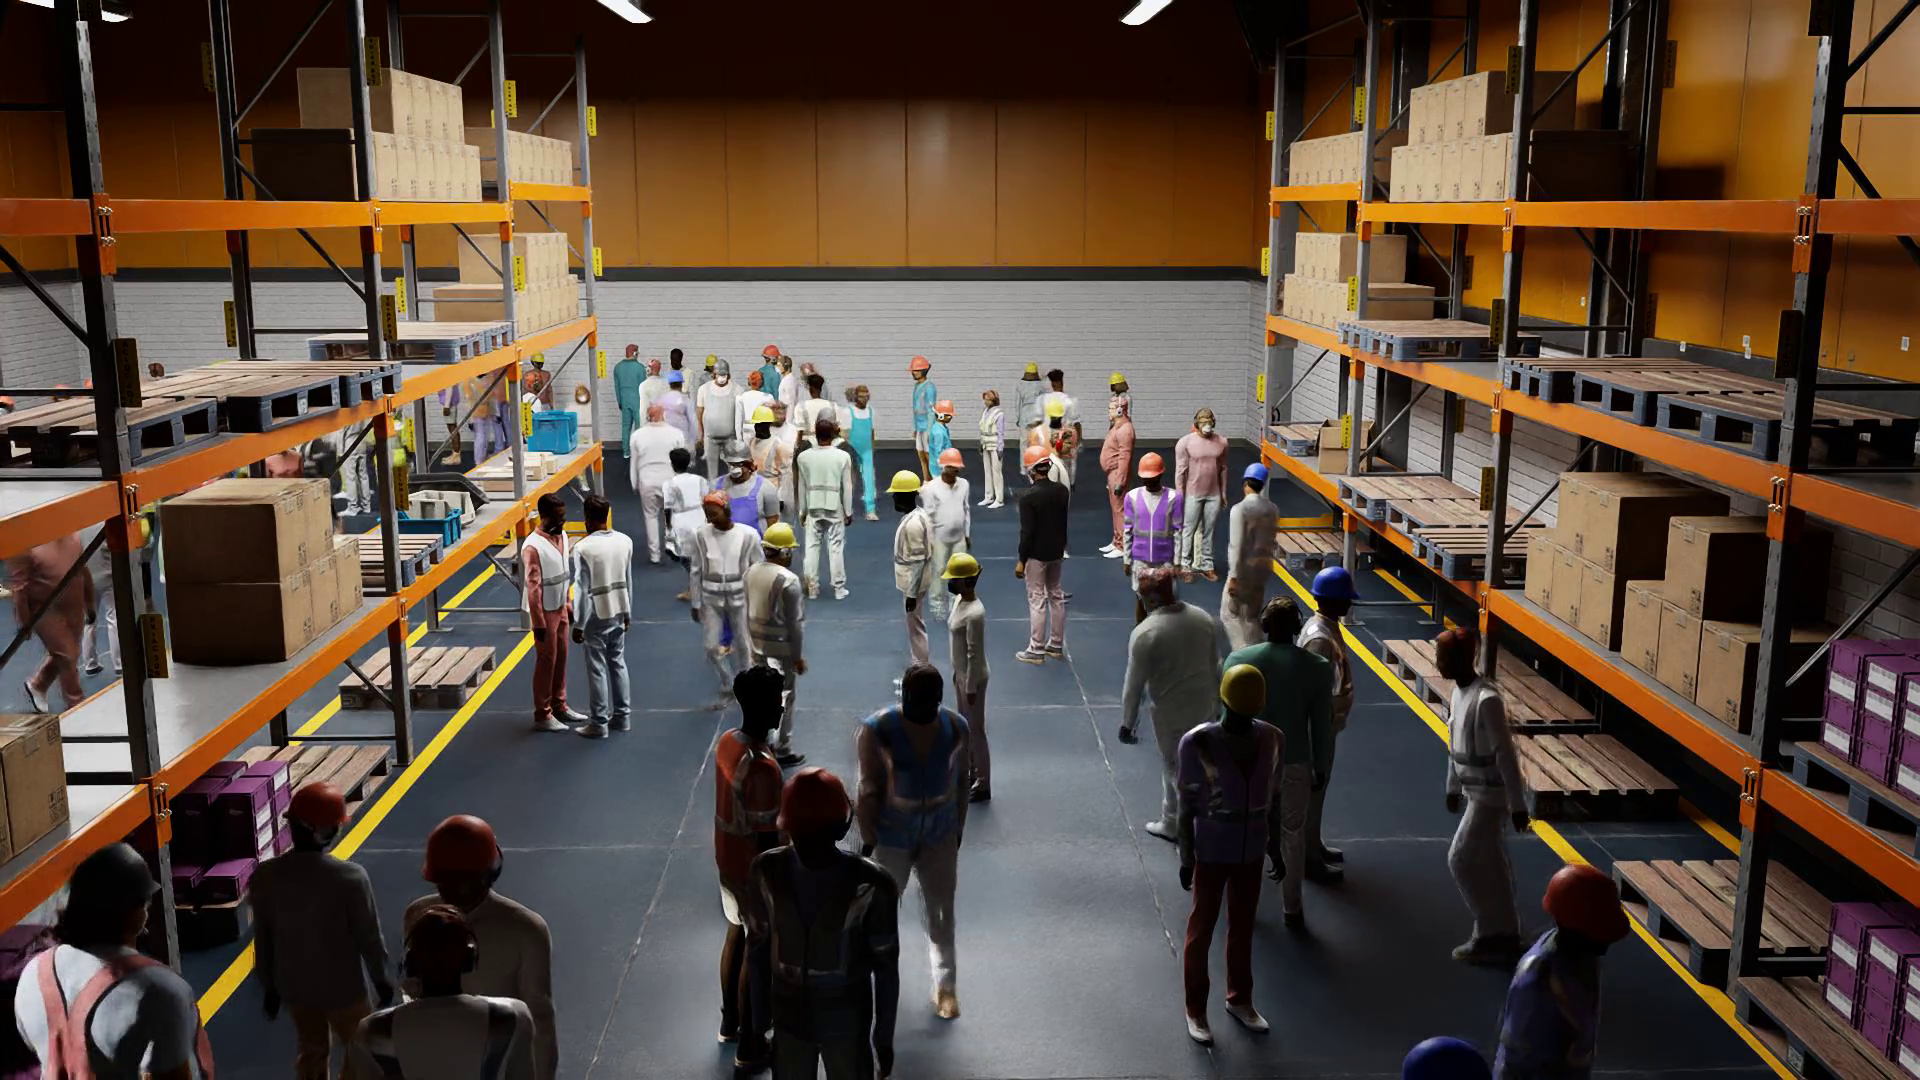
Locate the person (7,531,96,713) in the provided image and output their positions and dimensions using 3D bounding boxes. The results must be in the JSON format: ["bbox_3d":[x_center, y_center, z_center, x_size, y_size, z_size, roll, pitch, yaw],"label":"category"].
[{"bbox_3d":[-7.255,0.549,13.303,0.883,1.877,0.656,4,12,20],"label":"person"}]

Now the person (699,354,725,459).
[{"bbox_3d":[-4.058,-2.185,27.358,0.485,1.736,0.308,1,11,4],"label":"person"}]

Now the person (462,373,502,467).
[{"bbox_3d":[-7.407,-1.919,25.668,0.475,1.878,0.640,6,13,28],"label":"person"}]

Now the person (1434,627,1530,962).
[{"bbox_3d":[2.875,1.394,9.140,0.577,1.842,0.606,1,11,3],"label":"person"}]

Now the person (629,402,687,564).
[{"bbox_3d":[-3.505,-0.658,19.331,0.653,1.879,0.404,-2,11,-9],"label":"person"}]

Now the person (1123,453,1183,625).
[{"bbox_3d":[1.751,0.151,15.183,0.550,1.924,0.387,3,12,14],"label":"person"}]

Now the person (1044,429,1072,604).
[{"bbox_3d":[0.979,-0.252,17.416,0.397,1.836,0.562,1,11,6],"label":"person"}]

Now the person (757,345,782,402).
[{"bbox_3d":[-2.950,-2.053,26.041,0.383,1.996,0.609,-9,14,-37],"label":"person"}]

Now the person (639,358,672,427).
[{"bbox_3d":[-4.529,-1.740,24.684,0.407,1.913,0.641,8,14,35],"label":"person"}]

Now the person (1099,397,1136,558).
[{"bbox_3d":[1.857,-0.743,19.699,0.409,1.909,0.642,0,11,-2],"label":"person"}]

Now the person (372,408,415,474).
[{"bbox_3d":[-7.335,-1.014,21.637,0.591,1.661,0.640,2,12,12],"label":"person"}]

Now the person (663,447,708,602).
[{"bbox_3d":[-2.746,-0.125,17.208,0.657,1.662,0.542,9,14,37],"label":"person"}]

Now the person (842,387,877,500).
[{"bbox_3d":[-1.531,-1.364,23.595,0.838,1.588,0.533,7,13,30],"label":"person"}]

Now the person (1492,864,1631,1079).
[{"bbox_3d":[2.023,1.994,6.056,0.821,1.897,0.597,8,14,36],"label":"person"}]

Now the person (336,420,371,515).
[{"bbox_3d":[-8.221,-1.202,22.428,0.322,1.738,0.484,5,12,23],"label":"person"}]

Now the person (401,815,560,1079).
[{"bbox_3d":[-1.757,1.937,6.070,0.619,1.986,0.410,3,12,17],"label":"person"}]

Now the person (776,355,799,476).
[{"bbox_3d":[-2.564,-1.807,24.982,0.366,1.931,0.632,-1,11,-7],"label":"person"}]

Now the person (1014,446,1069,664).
[{"bbox_3d":[0.729,0.131,15.119,0.609,1.984,0.398,-11,16,-44],"label":"person"}]

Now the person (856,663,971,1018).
[{"bbox_3d":[-0.251,1.494,8.758,0.632,1.805,0.939,-3,12,-12],"label":"person"}]

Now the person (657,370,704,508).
[{"bbox_3d":[-3.903,-1.396,23.033,0.622,1.891,1.043,8,14,36],"label":"person"}]

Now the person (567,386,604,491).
[{"bbox_3d":[-5.403,-1.442,24.049,0.513,1.595,0.835,-4,12,-21],"label":"person"}]

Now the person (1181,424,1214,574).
[{"bbox_3d":[2.730,-0.487,18.843,0.355,1.737,0.573,6,13,29],"label":"person"}]

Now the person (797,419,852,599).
[{"bbox_3d":[-1.432,-0.320,17.588,0.586,1.908,0.385,2,12,11],"label":"person"}]

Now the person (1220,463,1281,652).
[{"bbox_3d":[2.559,0.286,14.555,0.686,1.902,0.501,-10,15,-40],"label":"person"}]

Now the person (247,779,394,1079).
[{"bbox_3d":[-2.712,1.869,7.025,0.568,1.728,0.579,3,12,14],"label":"person"}]

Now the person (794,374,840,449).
[{"bbox_3d":[-1.881,-1.193,21.802,0.628,1.963,0.361,-4,12,-17],"label":"person"}]

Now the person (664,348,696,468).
[{"bbox_3d":[-4.447,-2.103,26.523,0.586,1.910,0.396,6,13,29],"label":"person"}]

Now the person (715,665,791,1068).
[{"bbox_3d":[-0.986,1.558,8.029,0.370,1.959,0.604,-5,12,-25],"label":"person"}]

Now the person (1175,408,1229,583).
[{"bbox_3d":[2.671,-0.490,18.344,0.635,1.938,0.359,-4,12,-17],"label":"person"}]

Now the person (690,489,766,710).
[{"bbox_3d":[-1.825,0.500,13.563,0.742,1.877,0.403,0,11,-1],"label":"person"}]

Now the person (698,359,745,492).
[{"bbox_3d":[-3.347,-1.543,23.368,0.681,2.000,0.536,0,11,-2],"label":"person"}]

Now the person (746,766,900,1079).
[{"bbox_3d":[-0.536,1.844,6.376,0.609,2.044,0.393,3,12,16],"label":"person"}]

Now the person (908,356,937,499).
[{"bbox_3d":[-0.540,-1.604,23.712,0.428,2.033,0.608,-4,12,-21],"label":"person"}]

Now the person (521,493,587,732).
[{"bbox_3d":[-3.247,0.564,13.148,0.402,1.909,0.599,2,12,11],"label":"person"}]
